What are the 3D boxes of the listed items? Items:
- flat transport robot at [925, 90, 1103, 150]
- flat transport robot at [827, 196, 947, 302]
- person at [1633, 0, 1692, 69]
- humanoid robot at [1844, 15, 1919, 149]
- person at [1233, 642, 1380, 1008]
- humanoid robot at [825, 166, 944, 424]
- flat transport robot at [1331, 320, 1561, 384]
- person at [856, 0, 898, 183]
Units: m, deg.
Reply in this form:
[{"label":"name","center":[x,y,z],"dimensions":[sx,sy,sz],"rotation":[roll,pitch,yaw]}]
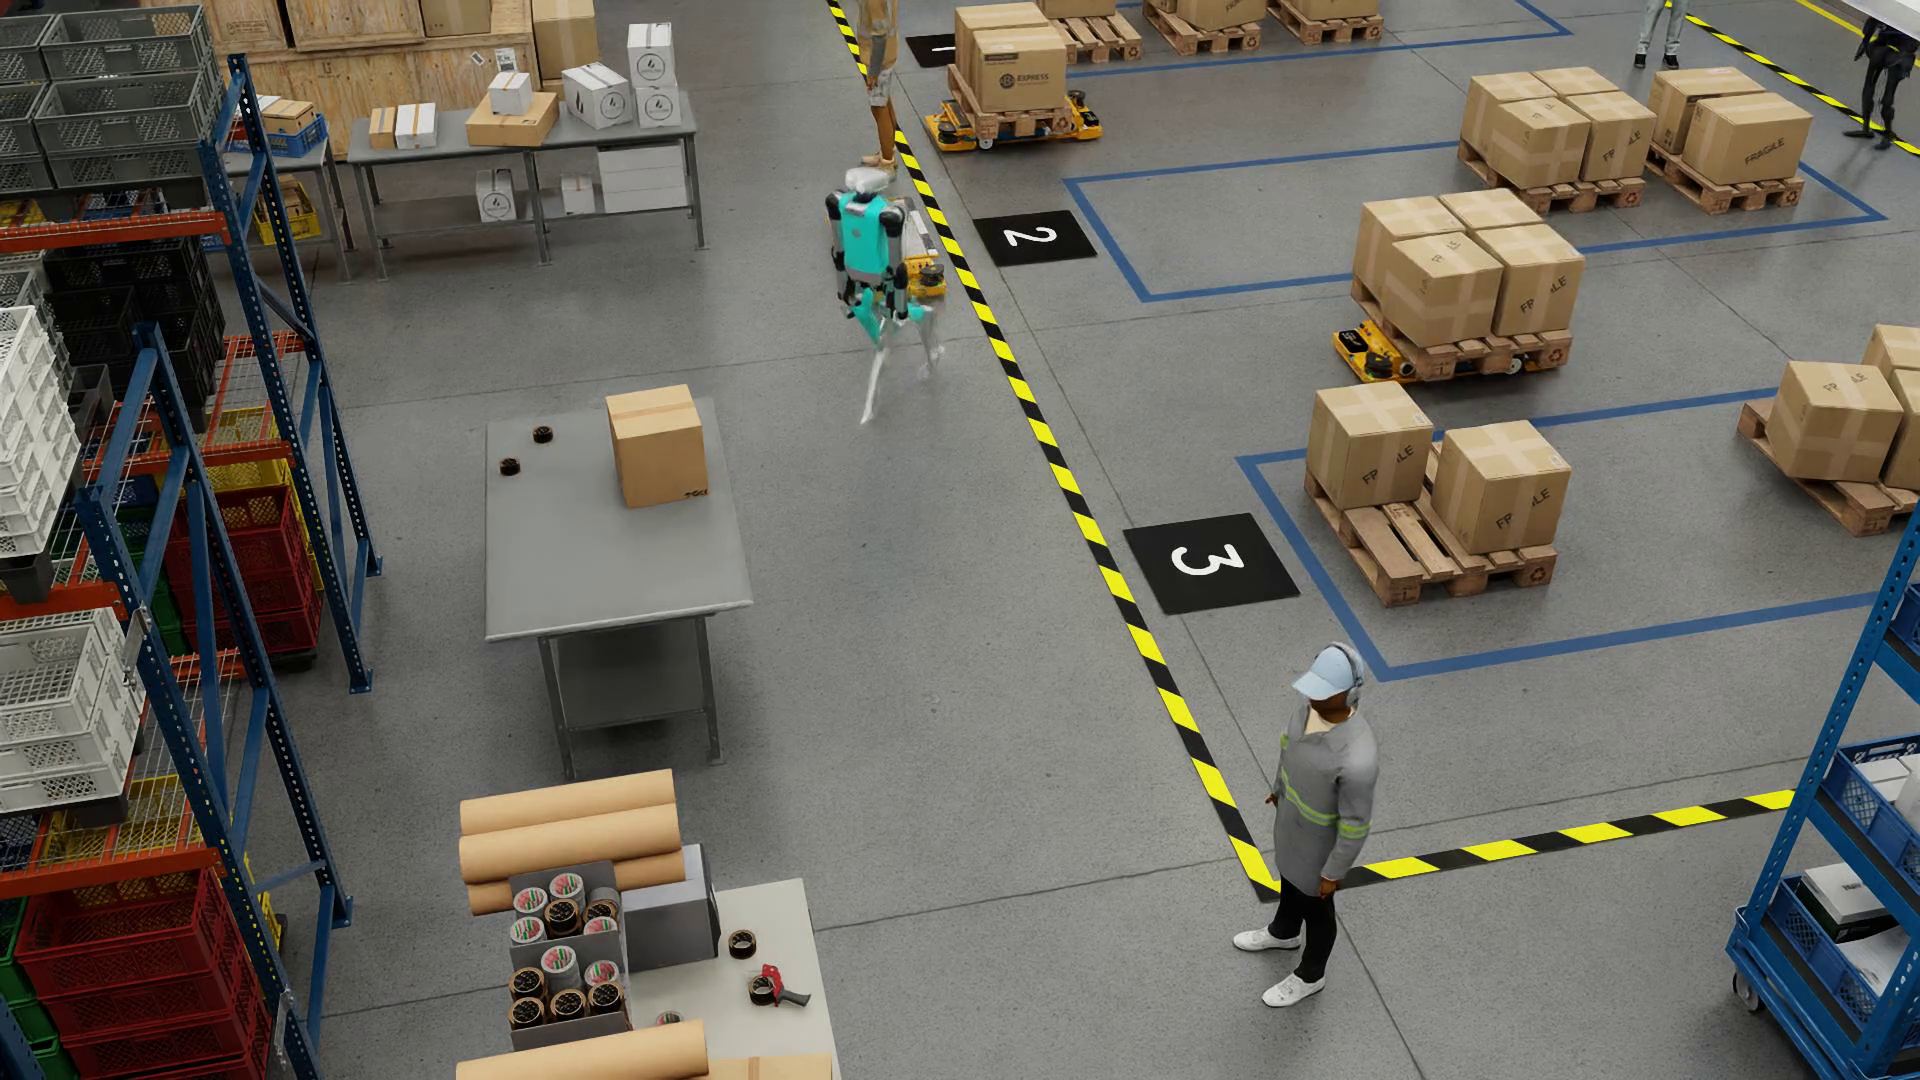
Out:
[{"label":"flat transport robot","center":[0.463,-3.653,14.440],"dimensions":[1.431,0.197,0.652],"rotation":[-8,37,-10]},{"label":"flat transport robot","center":[-0.570,-2.220,12.538],"dimensions":[0.659,0.231,1.431],"rotation":[-8,37,-10]},{"label":"person","center":[6.629,-5.265,15.315],"dimensions":[0.597,1.836,0.404],"rotation":[3,37,4]},{"label":"humanoid robot","center":[7.828,-4.132,13.925],"dimensions":[0.401,1.640,0.604],"rotation":[-12,38,-16]},{"label":"person","center":[1.393,1.142,6.691],"dimensions":[0.373,1.852,0.597],"rotation":[-8,37,-11]},{"label":"humanoid robot","center":[-0.391,-1.635,10.567],"dimensions":[0.529,1.783,1.015],"rotation":[21,41,25]},{"label":"flat transport robot","center":[3.337,-1.349,11.343],"dimensions":[1.431,0.197,0.652],"rotation":[-8,37,-10]},{"label":"person","center":[-0.680,-3.853,13.249],"dimensions":[0.372,2.040,0.613],"rotation":[2,37,3]}]
